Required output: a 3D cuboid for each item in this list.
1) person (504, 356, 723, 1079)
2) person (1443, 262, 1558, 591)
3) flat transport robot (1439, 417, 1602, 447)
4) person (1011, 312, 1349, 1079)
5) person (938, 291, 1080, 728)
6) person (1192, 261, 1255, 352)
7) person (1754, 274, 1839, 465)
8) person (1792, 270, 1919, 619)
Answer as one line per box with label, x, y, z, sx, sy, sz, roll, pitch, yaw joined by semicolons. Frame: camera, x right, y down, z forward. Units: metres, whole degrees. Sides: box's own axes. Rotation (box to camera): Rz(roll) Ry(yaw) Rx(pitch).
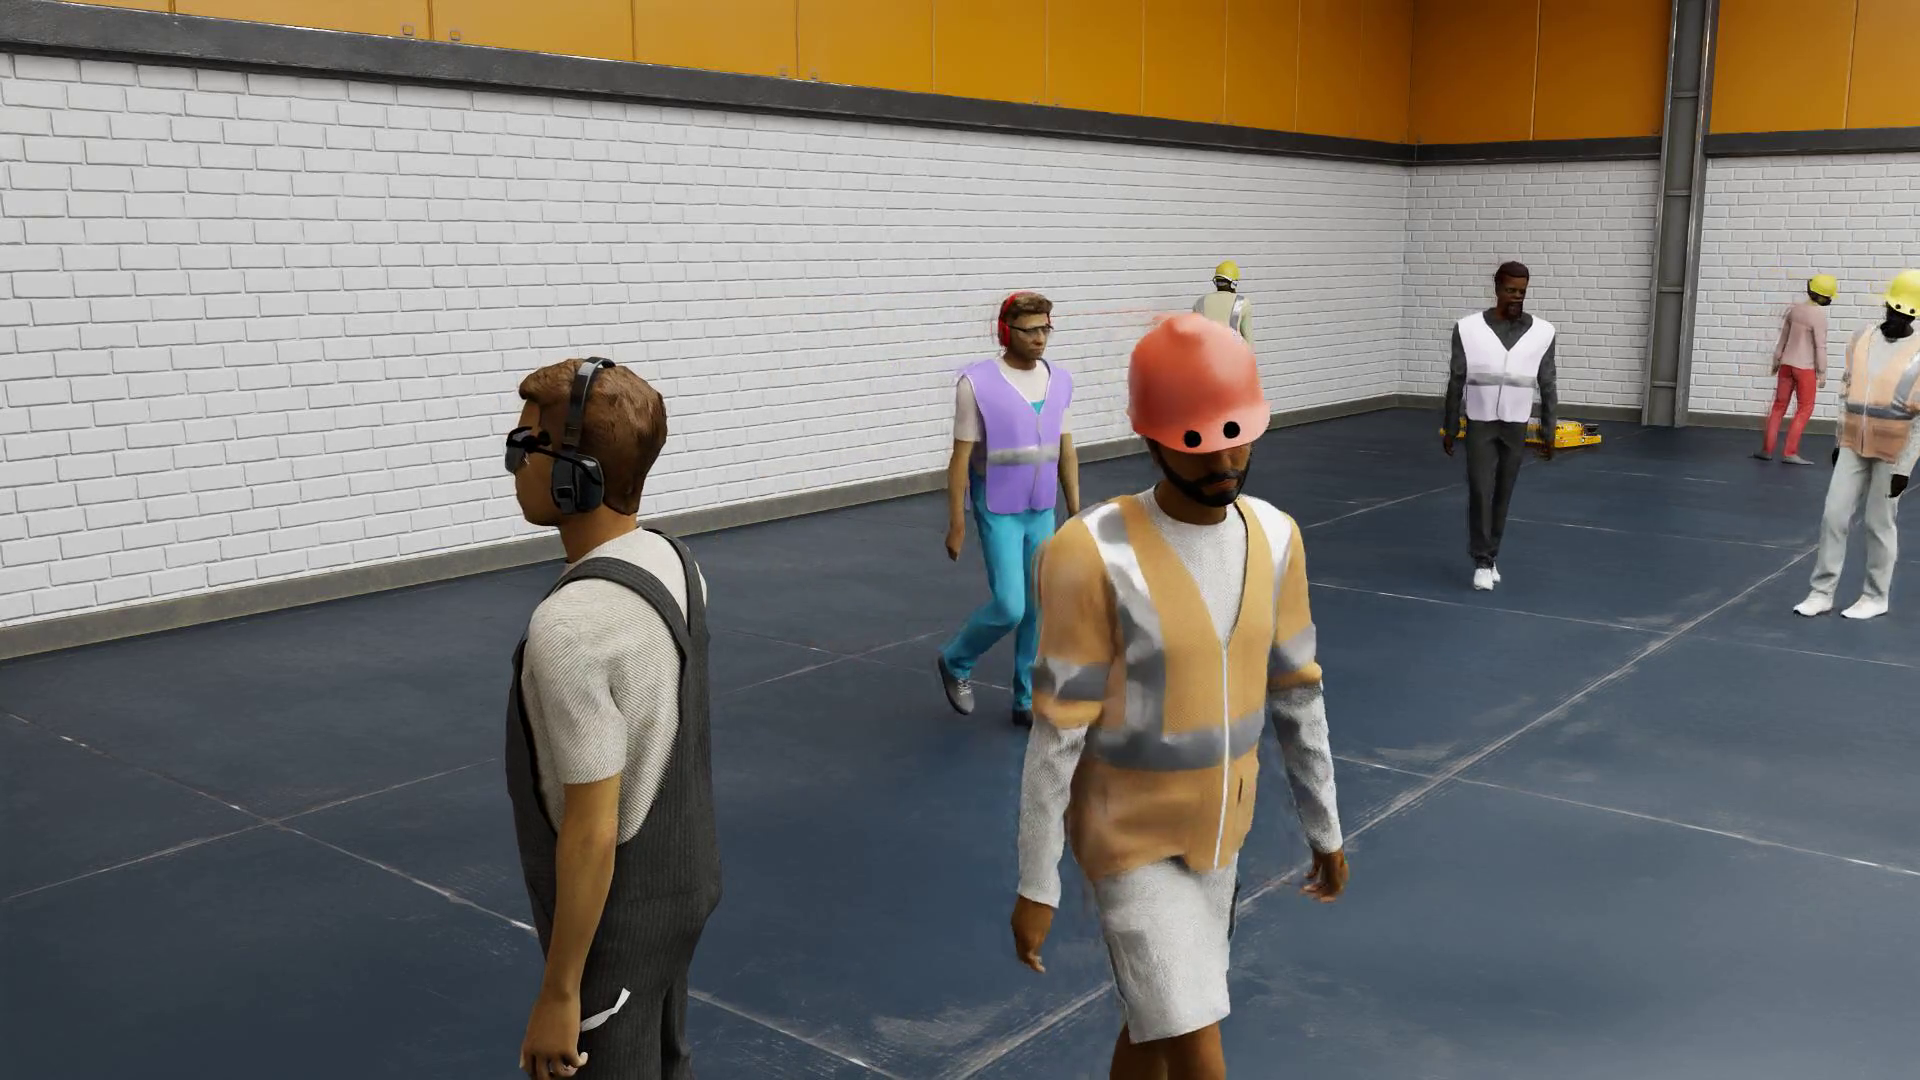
person;-0.567;0.628;2.694;0.345;1.847;0.507;1;10;6
person;3.150;-0.650;9.627;0.614;1.888;0.824;1;10;4
flat transport robot;5.606;-1.110;16.683;0.652;0.197;1.431;-8;13;-38
person;0.450;0.548;2.979;0.707;1.892;0.752;-7;13;-35
person;0.200;-0.106;6.821;0.594;1.823;0.478;-9;13;-40
person;2.460;-1.679;15.513;0.601;1.830;0.404;6;12;29
person;7.599;-1.552;15.124;0.350;1.718;0.699;-2;10;-11
person;4.778;-0.469;8.693;0.660;1.866;0.670;-5;12;-27
